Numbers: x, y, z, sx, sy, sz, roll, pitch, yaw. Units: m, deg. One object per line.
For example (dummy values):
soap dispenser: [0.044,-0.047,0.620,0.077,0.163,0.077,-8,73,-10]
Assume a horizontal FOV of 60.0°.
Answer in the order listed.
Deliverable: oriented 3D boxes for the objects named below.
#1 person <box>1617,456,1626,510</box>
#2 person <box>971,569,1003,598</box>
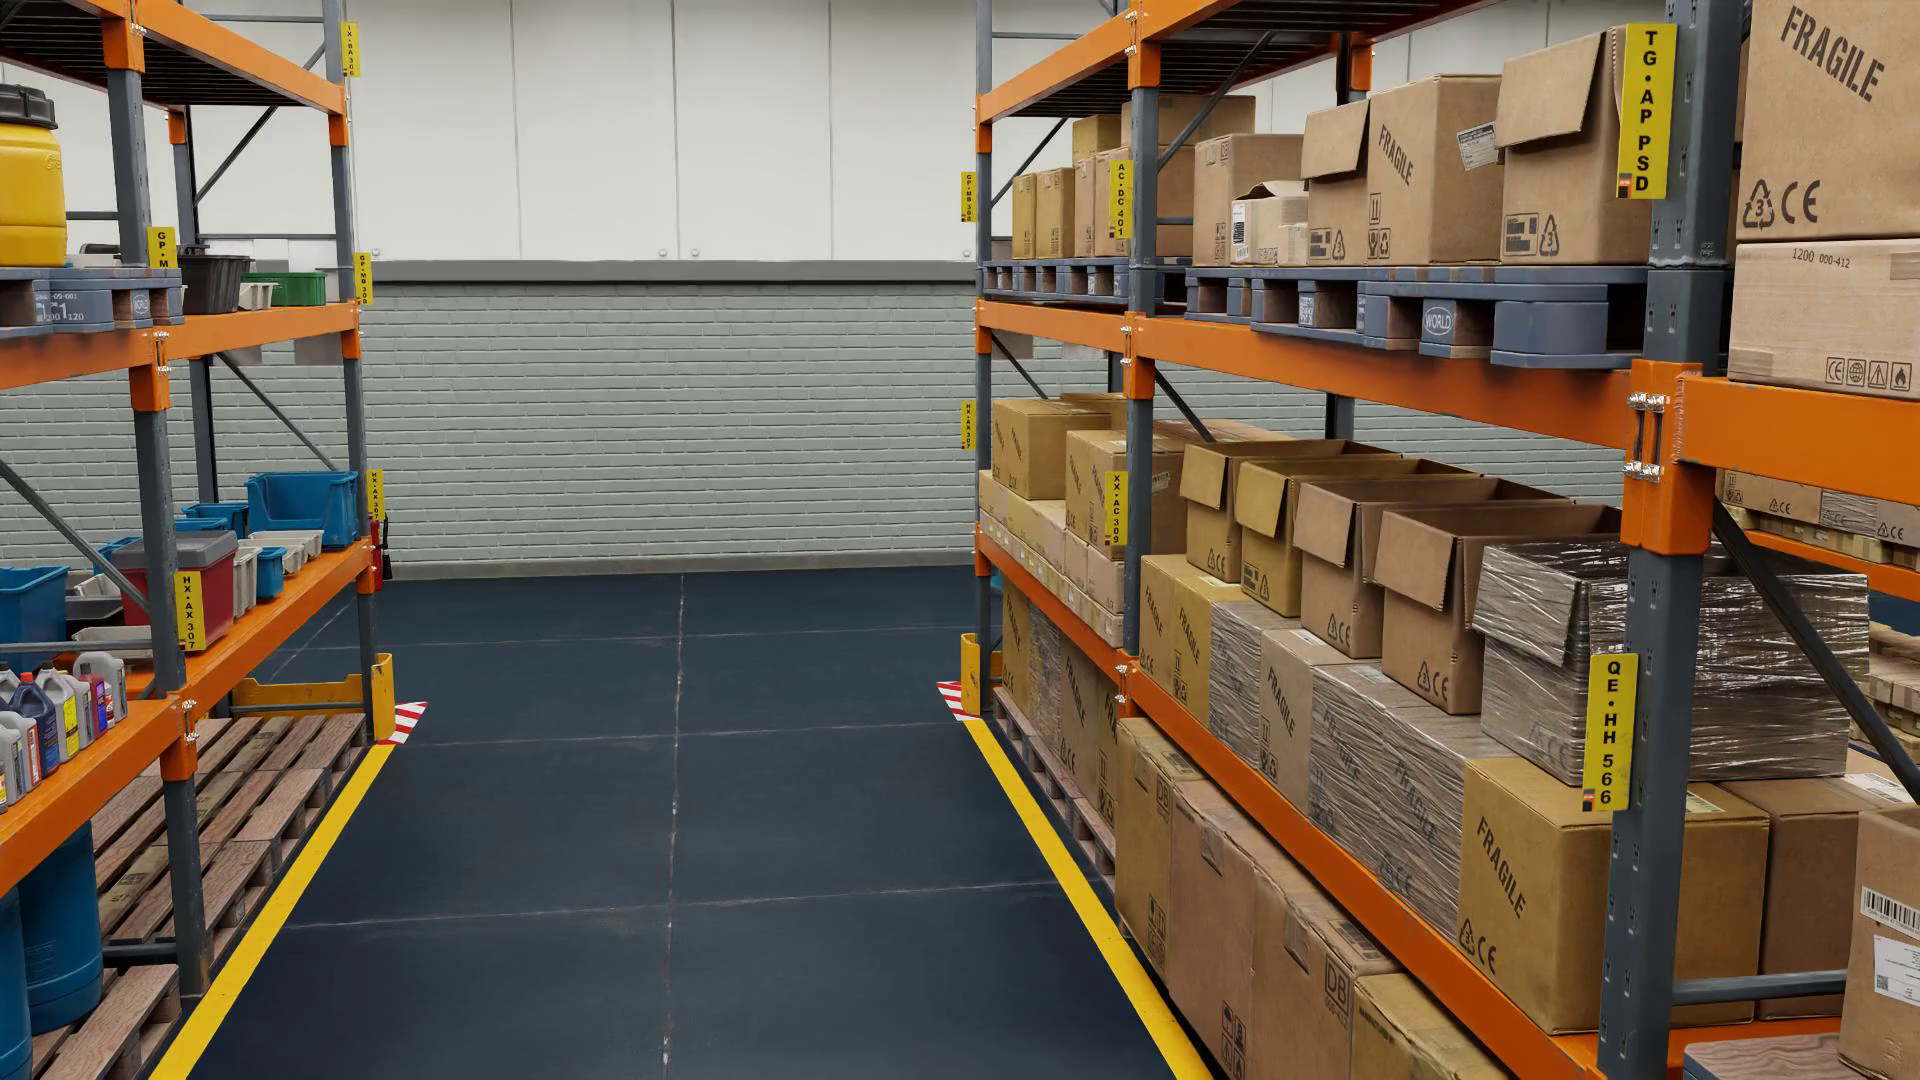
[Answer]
person: [4.178,0.415,10.203,0.636,1.954,0.556,1,9,7]
person: [0.554,-0.310,15.149,0.951,1.800,0.574,0,9,3]
